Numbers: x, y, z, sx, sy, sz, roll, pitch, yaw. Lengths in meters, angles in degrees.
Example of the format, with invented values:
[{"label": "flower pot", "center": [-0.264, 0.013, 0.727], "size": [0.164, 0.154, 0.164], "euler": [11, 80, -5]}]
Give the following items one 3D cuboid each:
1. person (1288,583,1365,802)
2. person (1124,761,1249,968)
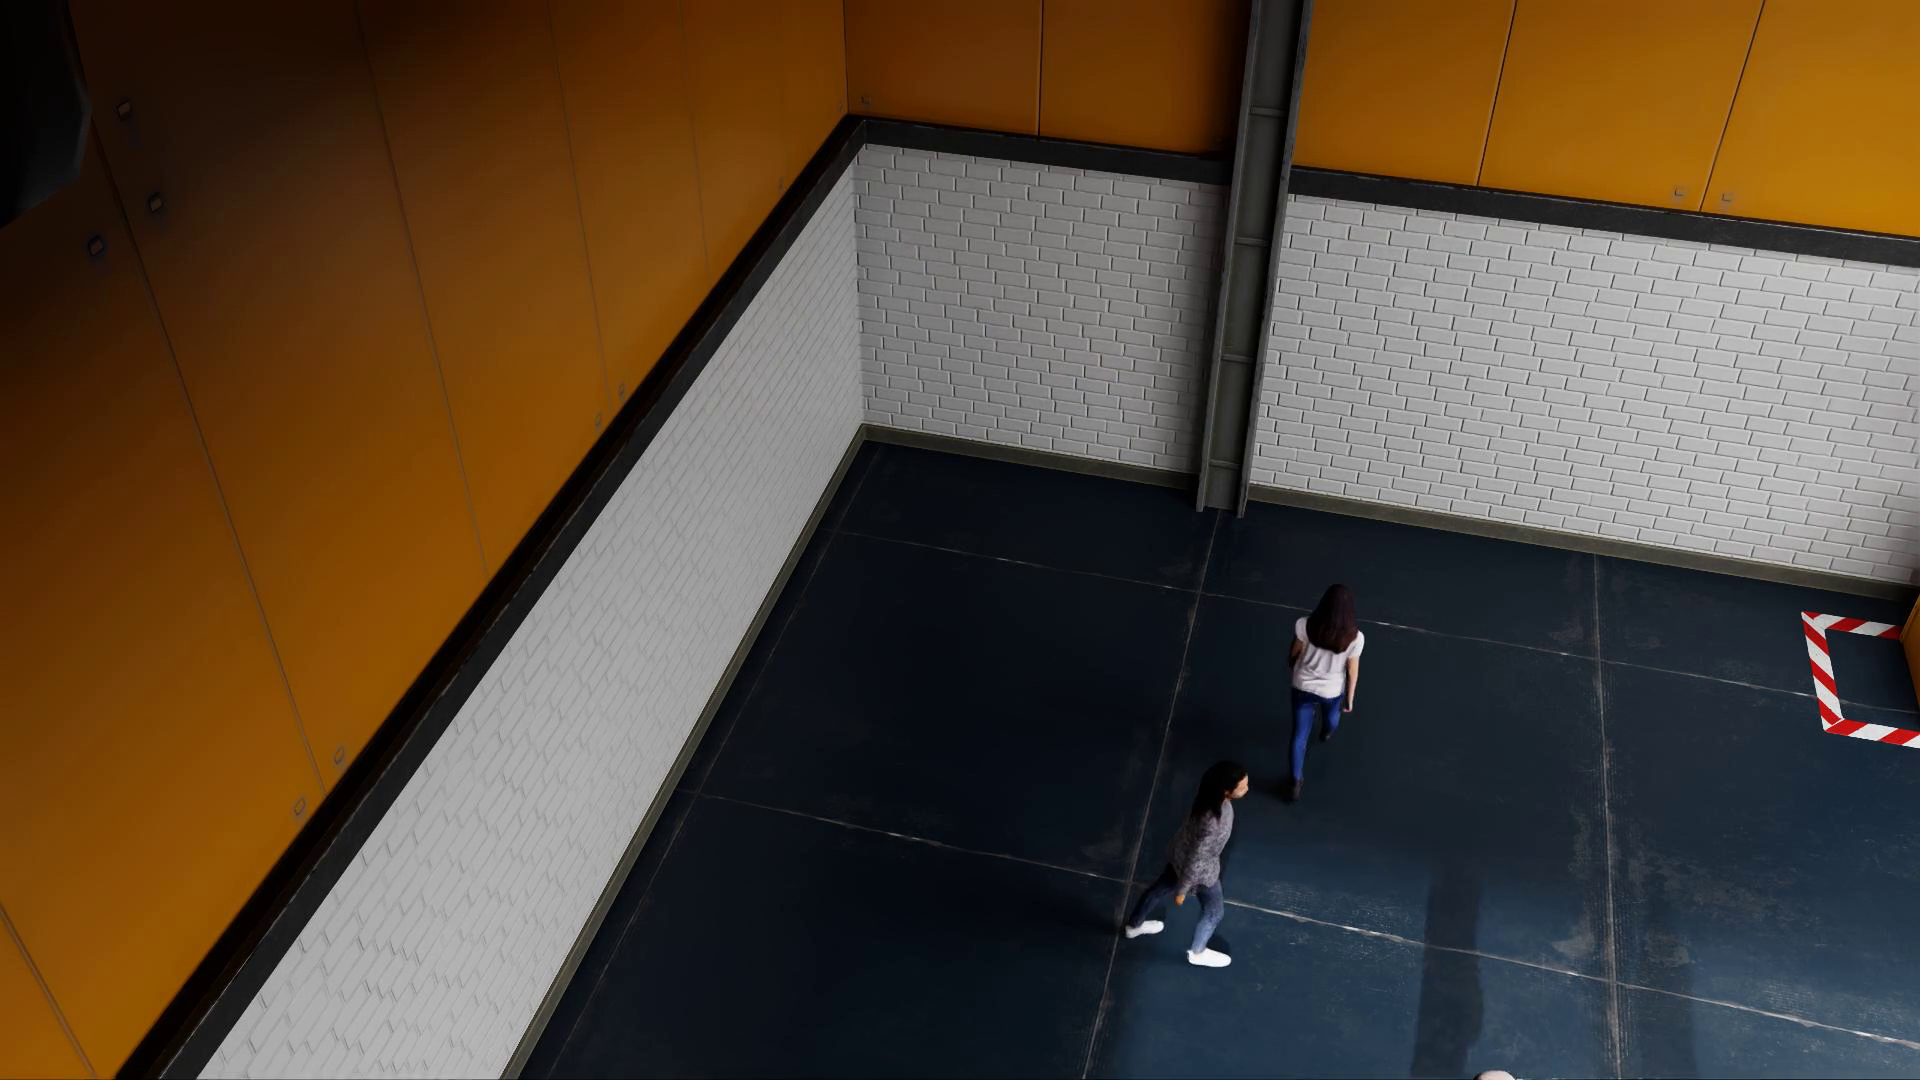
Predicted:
[{"label": "person", "center": [2.321, 1.053, 10.898], "size": [0.989, 1.647, 0.699], "euler": [11, 40, 14]}, {"label": "person", "center": [1.323, 1.897, 9.815], "size": [0.923, 1.678, 0.717], "euler": [5, 39, 6]}]
